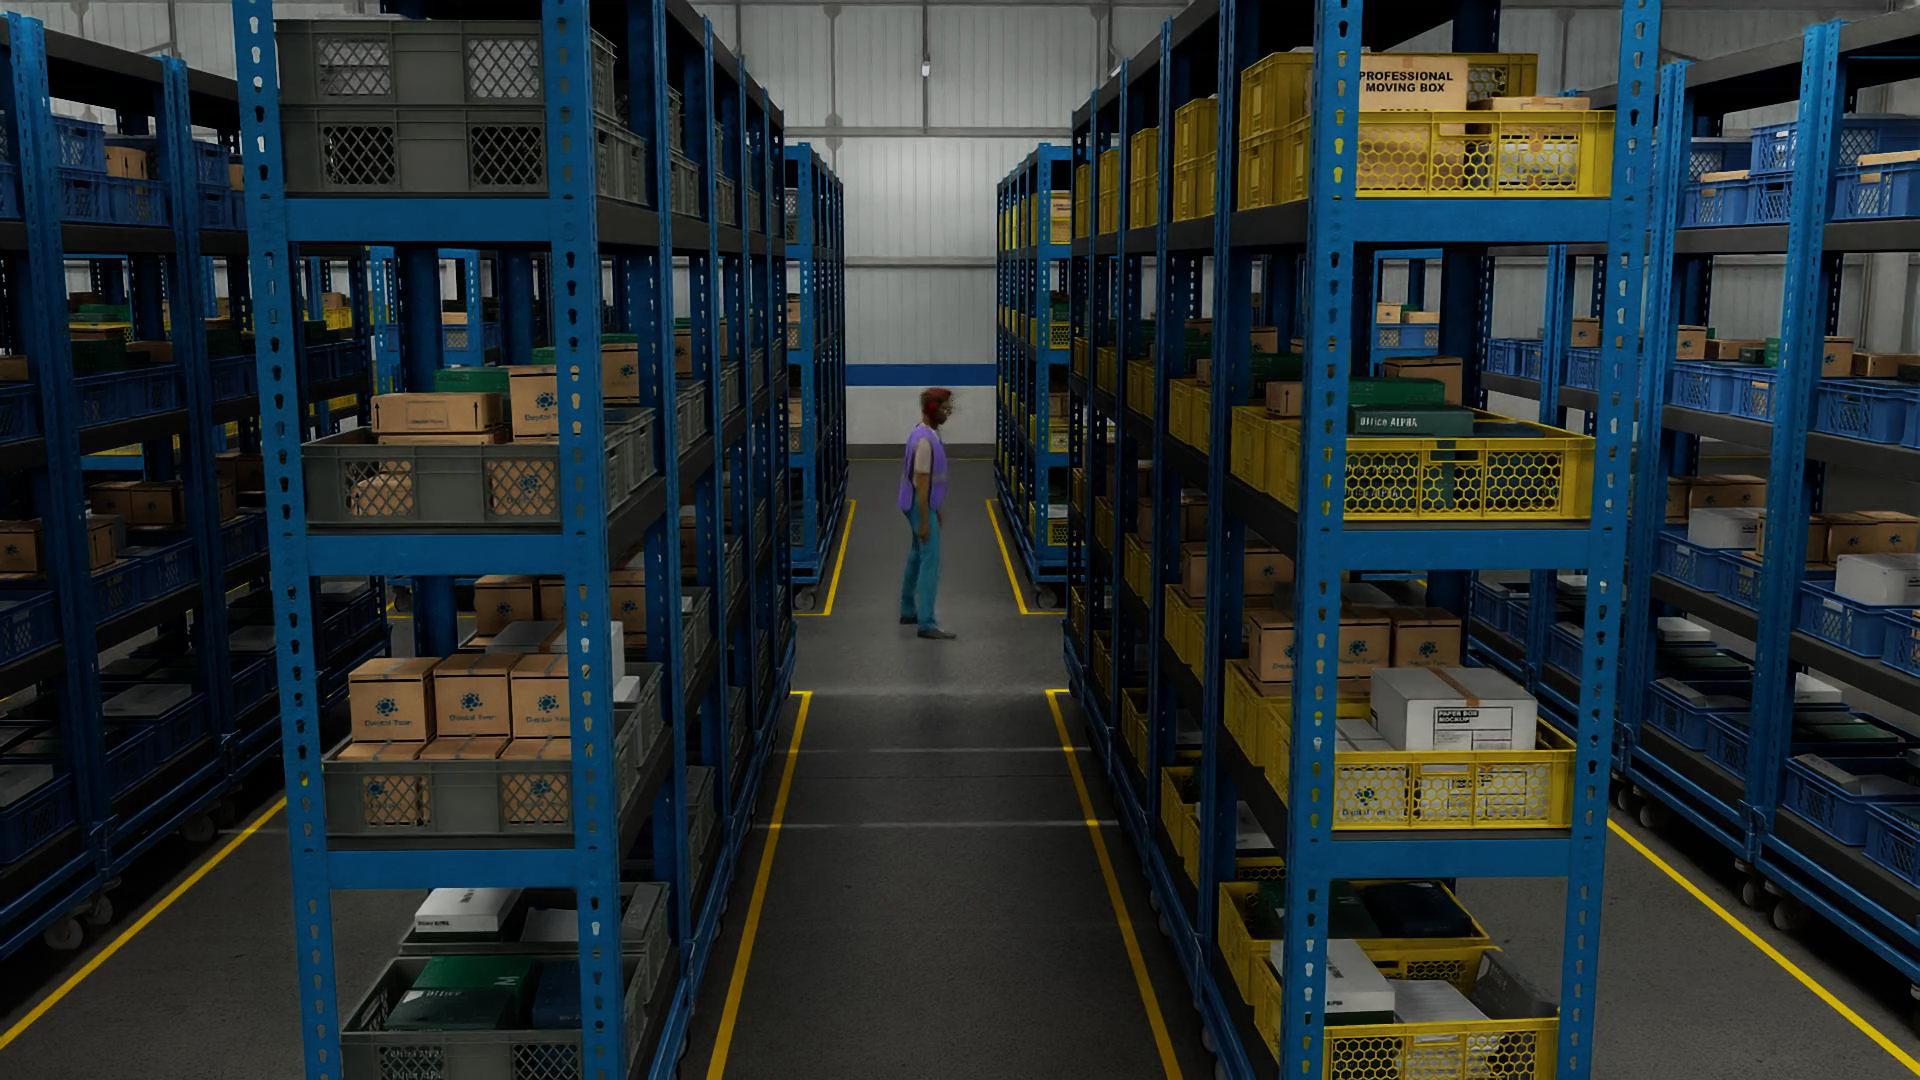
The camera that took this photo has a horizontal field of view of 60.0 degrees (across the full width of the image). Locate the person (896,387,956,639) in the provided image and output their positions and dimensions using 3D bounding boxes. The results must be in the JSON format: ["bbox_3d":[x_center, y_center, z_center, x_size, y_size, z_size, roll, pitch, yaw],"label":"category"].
[{"bbox_3d":[-0.251,-0.215,12.171,0.429,1.836,0.589,0,9,0],"label":"person"}]
